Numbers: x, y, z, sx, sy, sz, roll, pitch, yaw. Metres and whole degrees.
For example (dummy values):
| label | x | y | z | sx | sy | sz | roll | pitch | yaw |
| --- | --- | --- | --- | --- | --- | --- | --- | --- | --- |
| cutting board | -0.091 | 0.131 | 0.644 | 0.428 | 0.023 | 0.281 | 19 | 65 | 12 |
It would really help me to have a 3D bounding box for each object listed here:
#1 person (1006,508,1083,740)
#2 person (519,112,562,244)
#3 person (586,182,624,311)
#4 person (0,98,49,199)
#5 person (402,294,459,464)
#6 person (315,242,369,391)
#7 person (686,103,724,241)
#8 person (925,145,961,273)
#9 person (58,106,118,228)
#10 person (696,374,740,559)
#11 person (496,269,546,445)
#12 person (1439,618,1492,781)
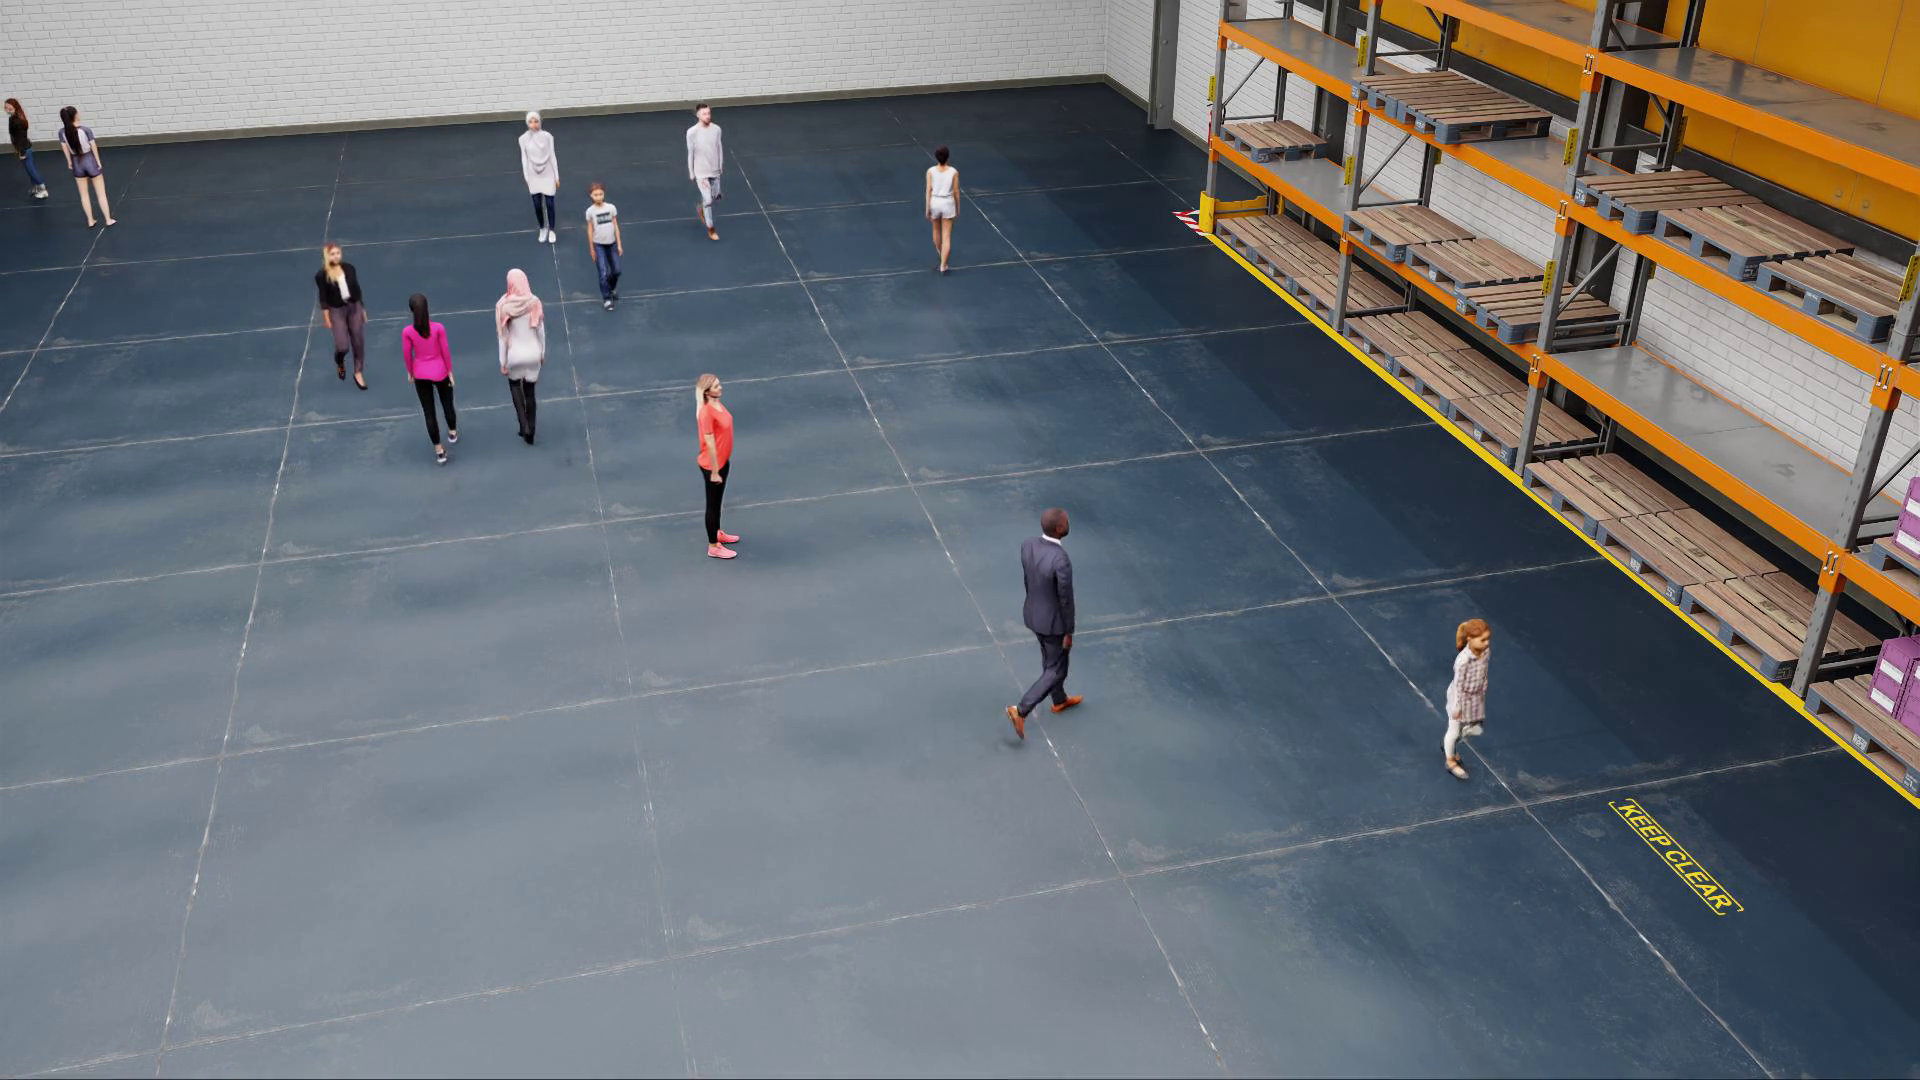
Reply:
| label | x | y | z | sx | sy | sz | roll | pitch | yaw |
| --- | --- | --- | --- | --- | --- | --- | --- | --- | --- |
| person | 0.612 | 0.609 | 12.184 | 0.963 | 1.802 | 1.071 | -17 | 33 | -28 |
| person | -5.585 | -4.863 | 22.258 | 0.646 | 1.762 | 0.615 | -5 | 29 | -9 |
| person | -4.327 | -3.587 | 20.139 | 0.614 | 1.550 | 0.680 | -14 | 32 | -24 |
| person | -13.573 | -5.698 | 24.096 | 0.766 | 1.468 | 0.544 | -7 | 29 | -13 |
| person | -5.188 | -1.563 | 16.298 | 0.591 | 1.676 | 0.927 | -6 | 29 | -11 |
| person | -6.639 | -2.414 | 17.872 | 0.735 | 1.661 | 0.790 | -25 | 37 | -38 |
| person | -3.458 | -5.005 | 22.458 | 0.871 | 1.819 | 1.050 | -18 | 33 | -29 |
| person | -0.229 | -4.198 | 21.252 | 0.857 | 1.558 | 1.133 | 4 | 29 | 7 |
| person | -12.025 | -5.131 | 22.865 | 0.608 | 1.650 | 0.535 | -4 | 29 | -8 |
| person | -2.169 | -0.675 | 14.651 | 0.710 | 1.693 | 0.565 | 1 | 29 | 2 |
| person | -4.318 | -1.777 | 16.582 | 0.714 | 1.780 | 0.702 | -16 | 32 | -26 |
| person | 3.546 | 1.090 | 11.824 | 0.608 | 1.304 | 0.633 | -18 | 33 | -29 |
